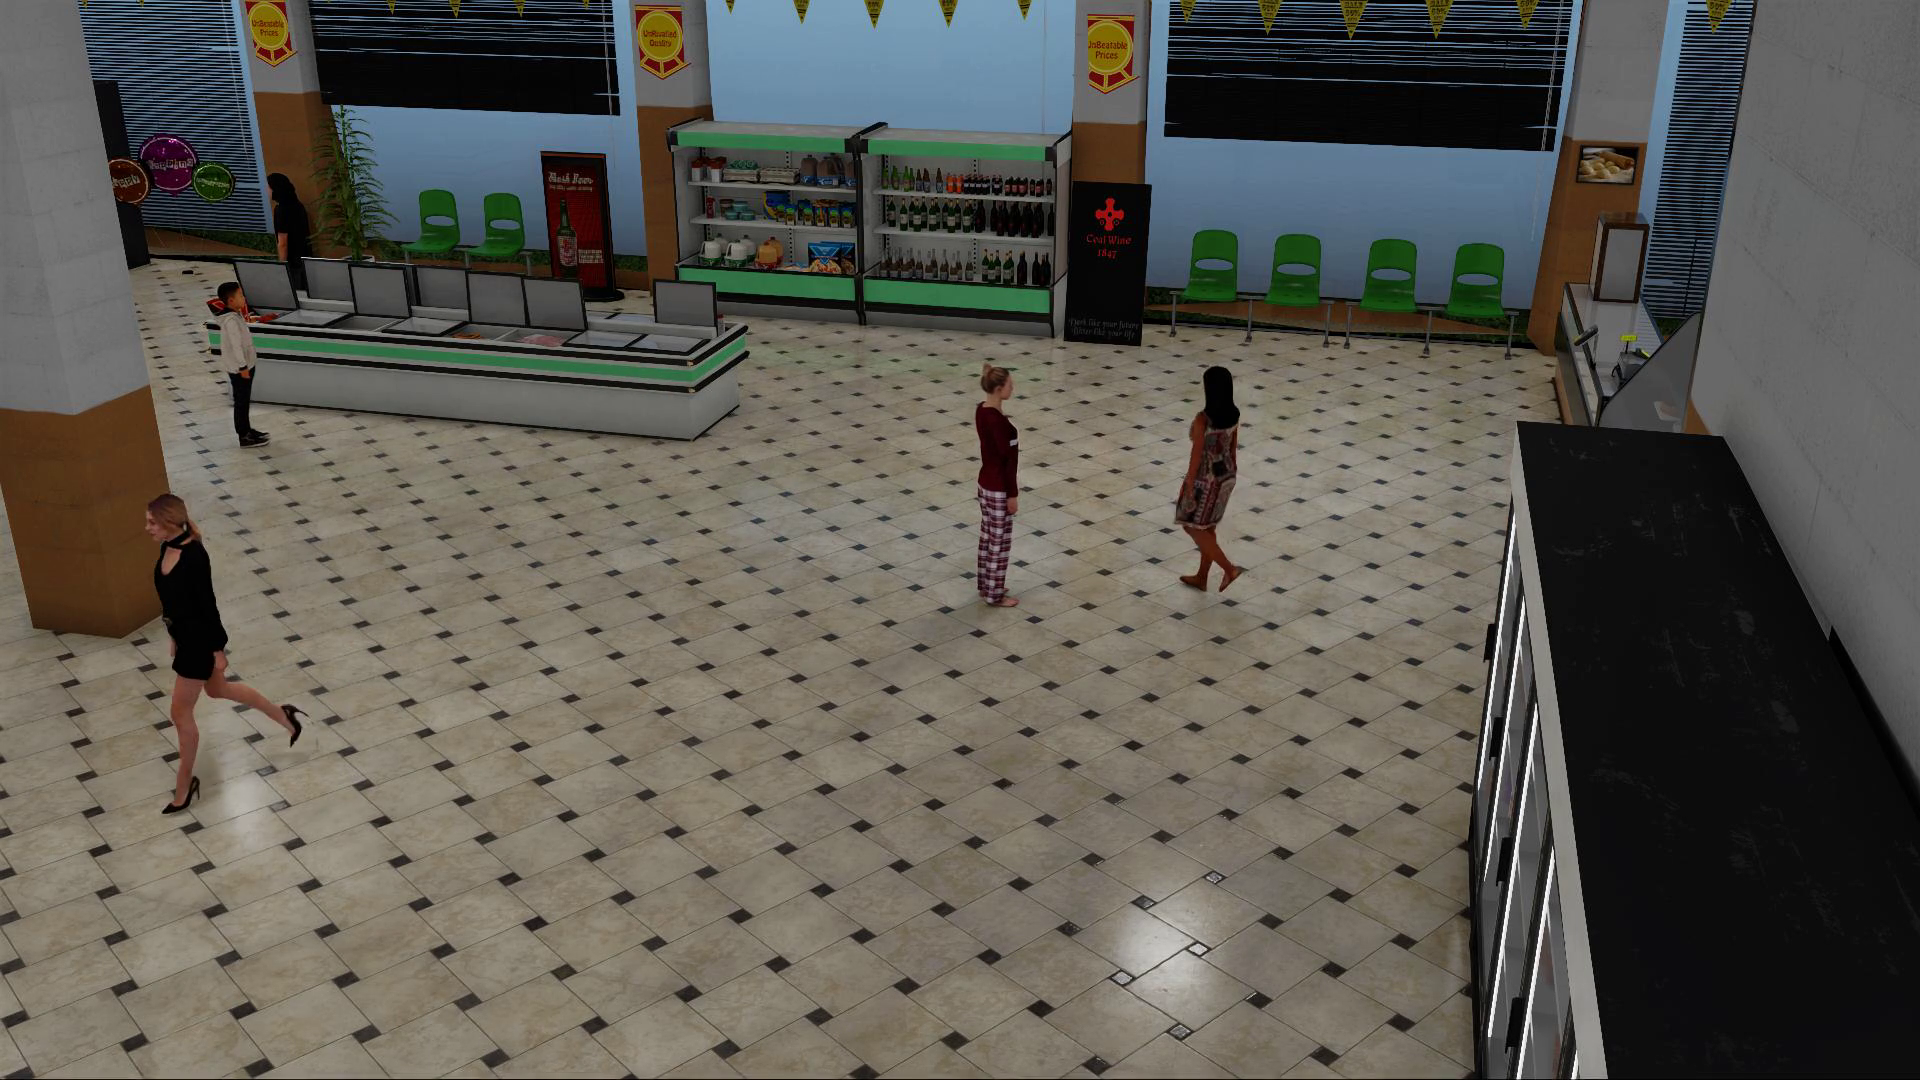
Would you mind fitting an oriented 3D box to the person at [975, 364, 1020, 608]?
[{"bbox_3d":[0.250,-0.380,11.321,0.689,1.703,0.682,-7,23,-17],"label":"person"}]

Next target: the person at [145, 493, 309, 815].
[{"bbox_3d":[-4.010,0.567,8.924,1.132,1.733,0.977,18,28,38],"label":"person"}]

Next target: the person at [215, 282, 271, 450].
[{"bbox_3d":[-6.303,-1.531,14.522,0.665,1.453,0.651,-6,23,-15],"label":"person"}]

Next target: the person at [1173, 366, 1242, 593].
[{"bbox_3d":[1.772,-0.374,11.393,0.873,1.639,0.954,-18,28,-38],"label":"person"}]

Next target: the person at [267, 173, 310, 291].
[{"bbox_3d":[-7.040,-2.973,17.605,0.598,1.829,0.672,1,22,3],"label":"person"}]
